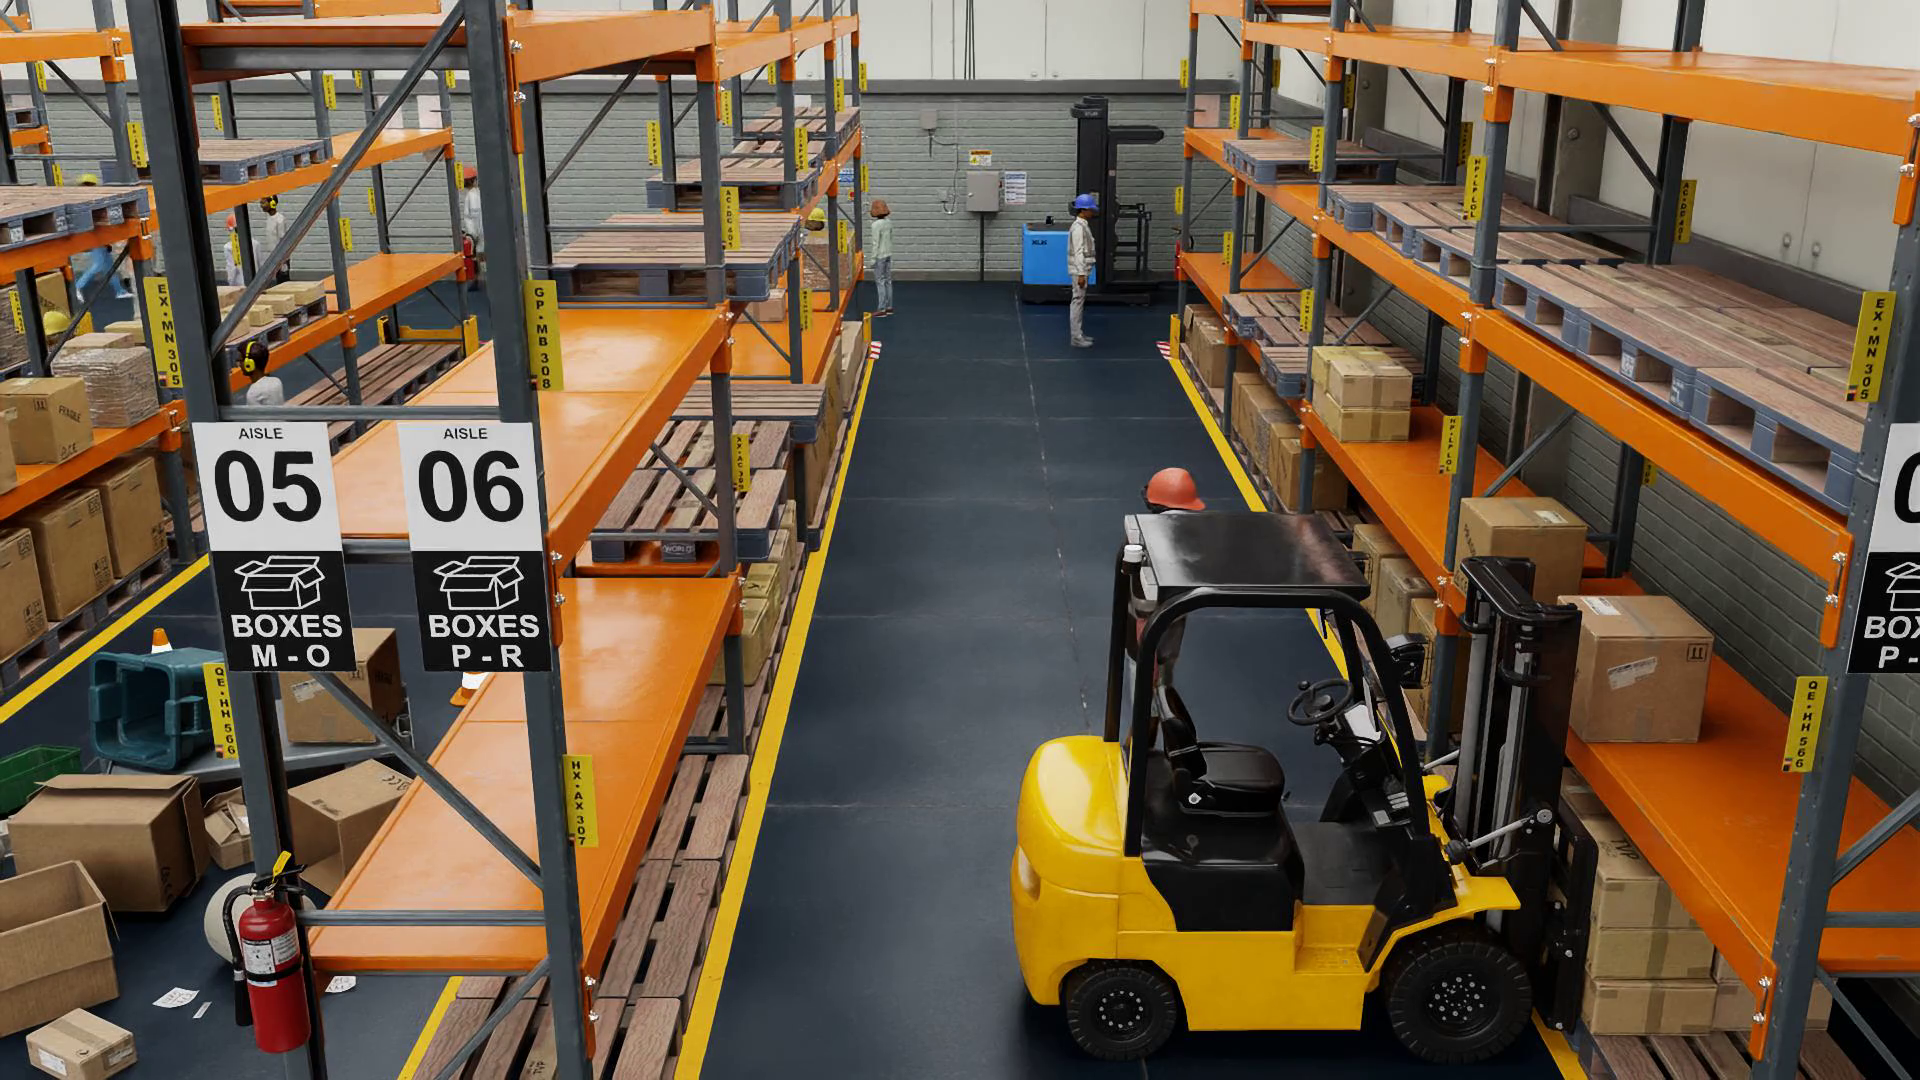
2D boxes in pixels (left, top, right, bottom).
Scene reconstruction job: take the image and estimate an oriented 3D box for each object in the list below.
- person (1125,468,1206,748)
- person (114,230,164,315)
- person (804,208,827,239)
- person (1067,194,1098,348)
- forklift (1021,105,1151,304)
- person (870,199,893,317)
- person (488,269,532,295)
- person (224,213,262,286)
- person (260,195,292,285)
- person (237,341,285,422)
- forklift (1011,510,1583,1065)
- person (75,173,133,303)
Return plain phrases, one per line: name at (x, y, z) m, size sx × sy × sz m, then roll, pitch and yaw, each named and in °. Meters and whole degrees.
person at (1.101, 0.585, 9.061) m, size 0.411 × 2.035 × 0.601 m, roll 5°, pitch 19°, yaw 16°
person at (-10.678, -3.521, 21.694) m, size 0.623 × 1.892 × 0.591 m, roll 10°, pitch 21°, yaw 27°
person at (-1.881, -3.479, 21.815) m, size 0.317 × 1.733 × 0.491 m, roll -1°, pitch 18°, yaw -2°
person at (1.566, -3.476, 21.458) m, size 0.382 × 1.951 × 0.605 m, roll 2°, pitch 18°, yaw 6°
forklift at (1.857, -4.944, 24.441) m, size 1.873 × 2.768 × 1.129 m, roll 0°, pitch 18°, yaw 0°
person at (-1.115, -3.972, 23.456) m, size 0.273 × 1.632 × 0.507 m, roll 8°, pitch 20°, yaw 24°
person at (-5.151, -2.607, 19.249) m, size 0.547 × 1.680 × 0.378 m, roll -3°, pitch 19°, yaw -10°
person at (-9.101, -3.266, 21.133) m, size 0.342 × 1.748 × 0.573 m, roll 6°, pitch 19°, yaw 19°
person at (-9.237, -3.798, 22.585) m, size 0.326 × 1.861 × 0.508 m, roll -14°, pitch 23°, yaw -36°
person at (-5.407, -0.633, 12.990) m, size 0.313 × 1.869 × 0.539 m, roll 0°, pitch 18°, yaw -1°
forklift at (1.387, 1.055, 7.378) m, size 2.313 × 2.155 × 1.214 m, roll 0°, pitch 18°, yaw 0°
person at (-12.811, -4.453, 24.564) m, size 0.645 × 1.865 × 0.881 m, roll 15°, pitch 24°, yaw 39°
